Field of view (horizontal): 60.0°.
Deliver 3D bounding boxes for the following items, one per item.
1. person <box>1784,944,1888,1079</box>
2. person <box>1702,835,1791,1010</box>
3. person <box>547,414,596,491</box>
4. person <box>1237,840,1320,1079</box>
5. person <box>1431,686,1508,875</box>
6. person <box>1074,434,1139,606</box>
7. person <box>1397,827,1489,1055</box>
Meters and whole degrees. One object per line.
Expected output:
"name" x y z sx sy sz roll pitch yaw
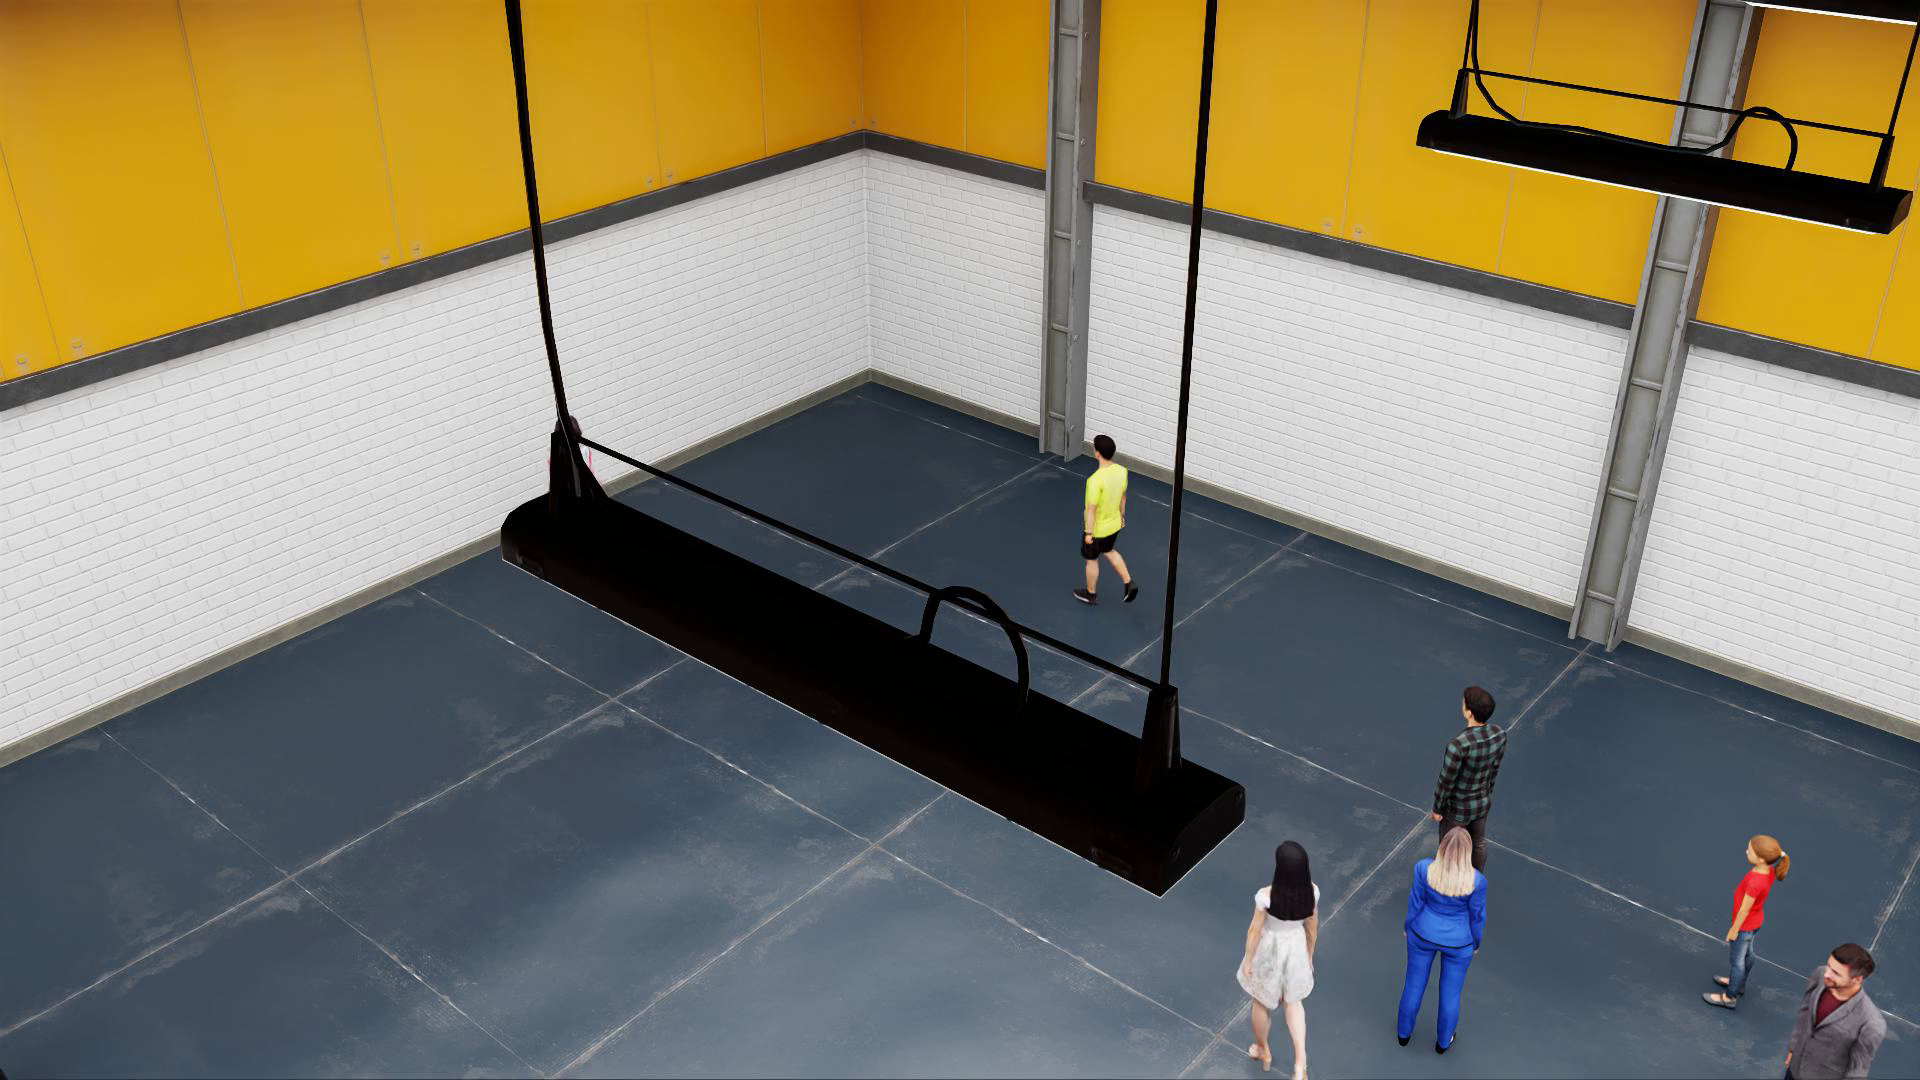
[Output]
"person" 4.760 2.958 9.176 0.829 1.867 0.736 -6 29 -12
"person" 5.073 2.447 10.697 0.466 1.308 0.468 21 35 34
"person" -3.645 -0.434 15.665 0.662 1.609 0.641 -17 33 -29
"person" 1.947 2.593 9.959 0.925 1.758 1.026 -6 29 -12
"person" 3.453 1.742 11.283 0.735 1.709 0.672 -13 31 -23
"person" 1.353 -0.134 15.024 0.678 1.695 0.900 -25 37 -38
"person" 2.966 2.464 10.255 0.586 1.701 0.740 12 31 20
